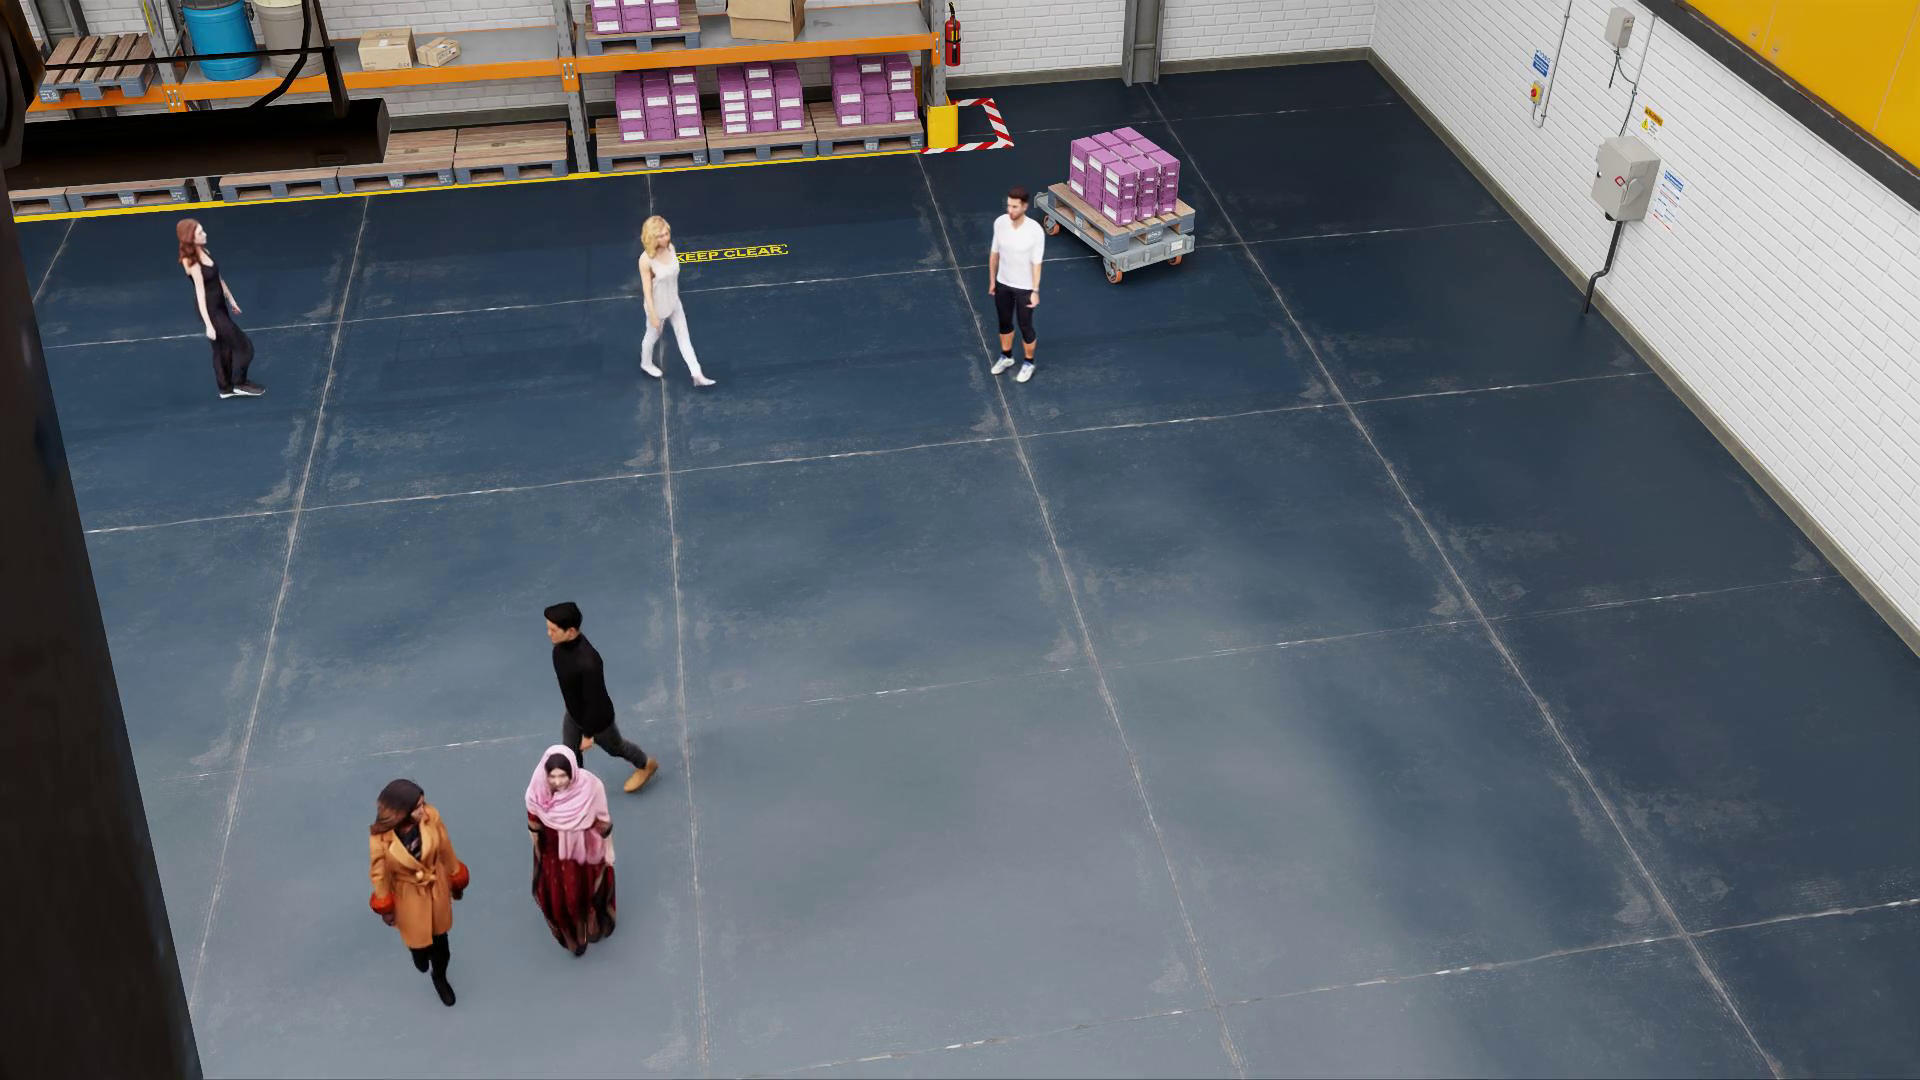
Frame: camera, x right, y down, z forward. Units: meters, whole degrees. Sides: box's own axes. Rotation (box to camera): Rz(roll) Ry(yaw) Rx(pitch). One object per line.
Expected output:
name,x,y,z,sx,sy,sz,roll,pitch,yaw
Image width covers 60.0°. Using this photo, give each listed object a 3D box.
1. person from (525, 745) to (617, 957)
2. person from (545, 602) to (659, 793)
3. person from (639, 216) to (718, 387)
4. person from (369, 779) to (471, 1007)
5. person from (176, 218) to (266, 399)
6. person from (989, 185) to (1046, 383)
person,-2.290,1.744,9.812,0.620,1.643,0.740,-7,39,-9
person,-2.304,1.058,10.635,1.186,1.687,1.002,-27,46,-30
person,-2.680,-2.099,14.639,1.141,1.624,1.077,24,44,27
person,-3.102,1.965,9.487,0.841,1.703,0.919,-23,44,-26
person,-6.551,-1.971,14.389,0.643,1.736,0.612,-7,39,-9
person,0.500,-2.282,14.688,0.720,1.848,0.793,21,43,24
